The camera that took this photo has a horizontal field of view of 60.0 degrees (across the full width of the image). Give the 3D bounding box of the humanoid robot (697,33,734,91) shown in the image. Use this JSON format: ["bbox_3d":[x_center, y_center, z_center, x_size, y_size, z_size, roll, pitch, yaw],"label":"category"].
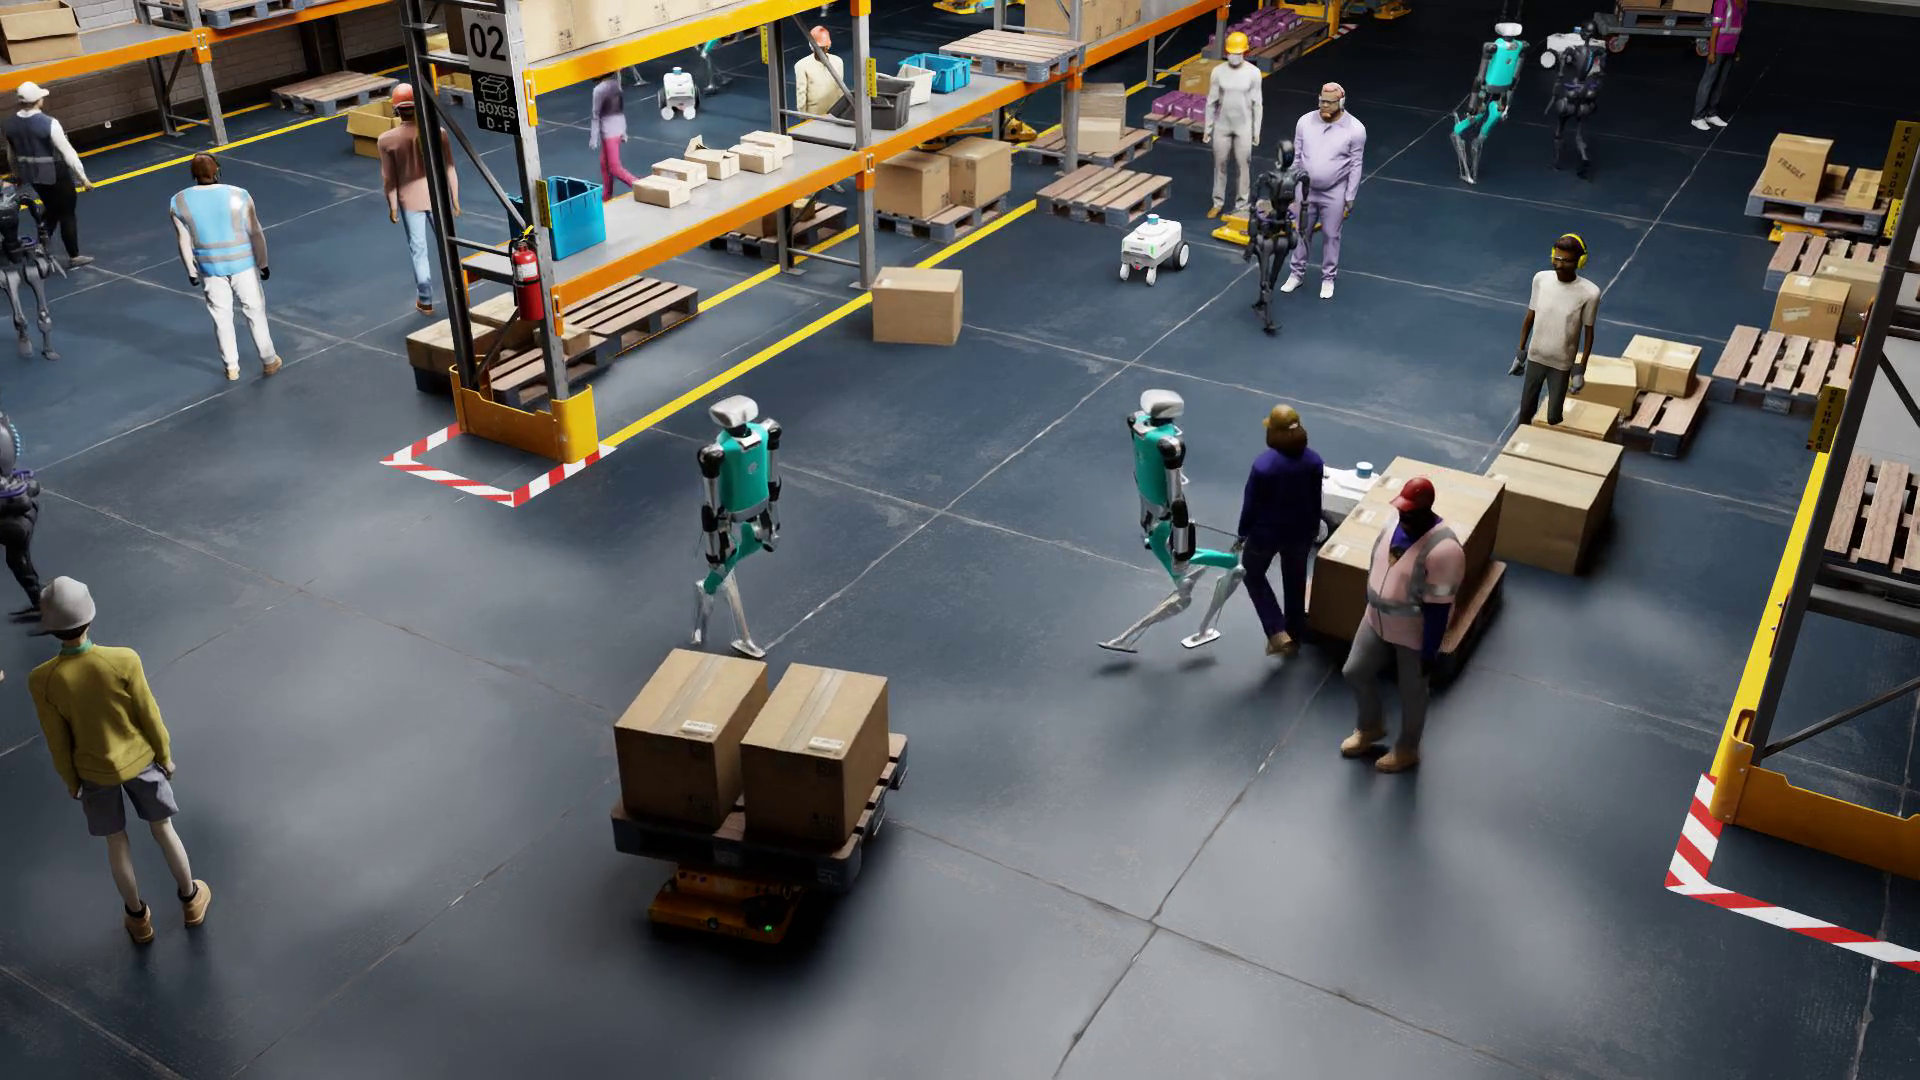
[{"bbox_3d":[-3.156,-6.494,20.930,0.555,1.734,0.971,15,33,25],"label":"humanoid robot"}]

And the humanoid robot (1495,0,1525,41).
[{"bbox_3d":[7.886,-7.886,23.463,0.615,1.654,0.311,8,30,14],"label":"humanoid robot"}]

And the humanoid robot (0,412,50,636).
[{"bbox_3d":[-5.645,-0.174,9.816,0.402,1.656,0.589,-7,30,-13],"label":"humanoid robot"}]

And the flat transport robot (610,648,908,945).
[{"bbox_3d":[-0.975,1.444,8.387,0.659,0.231,1.431,8,30,13],"label":"flat transport robot"}]

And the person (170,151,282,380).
[{"bbox_3d":[-5.808,-2.171,13.185,0.635,1.841,0.429,-9,31,-16],"label":"person"}]

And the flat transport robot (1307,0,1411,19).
[{"bbox_3d":[6.096,-8.178,25.408,1.431,0.231,0.659,21,36,32],"label":"flat transport robot"}]

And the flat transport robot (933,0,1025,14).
[{"bbox_3d":[0.348,-8.360,25.731,1.431,0.231,0.659,-21,36,-33],"label":"flat transport robot"}]

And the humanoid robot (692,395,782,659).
[{"bbox_3d":[-1.378,-0.018,9.590,0.782,1.900,0.557,26,38,38],"label":"humanoid robot"}]

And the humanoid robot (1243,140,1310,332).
[{"bbox_3d":[2.712,-2.599,14.156,0.584,1.628,0.751,-9,31,-15],"label":"humanoid robot"}]

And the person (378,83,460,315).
[{"bbox_3d":[-4.650,-2.942,14.397,0.622,1.989,0.397,-13,32,-22],"label":"person"}]

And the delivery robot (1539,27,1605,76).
[{"bbox_3d":[8.205,-6.547,22.228,0.793,0.590,0.499,25,38,37],"label":"delivery robot"}]

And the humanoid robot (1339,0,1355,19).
[{"bbox_3d":[5.732,-8.528,24.534,0.696,1.783,0.530,23,37,35],"label":"humanoid robot"}]

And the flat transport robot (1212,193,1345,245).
[{"bbox_3d":[3.198,-3.205,16.611,0.659,0.231,1.431,24,37,36],"label":"flat transport robot"}]

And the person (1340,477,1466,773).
[{"bbox_3d":[2.281,0.466,8.631,0.496,1.736,0.620,-18,34,-29],"label":"person"}]

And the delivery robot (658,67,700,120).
[{"bbox_3d":[-3.442,-5.474,20.332,0.519,0.593,0.765,-6,30,-10],"label":"delivery robot"}]

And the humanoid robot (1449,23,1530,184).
[{"bbox_3d":[5.529,-4.581,17.665,0.546,1.882,0.760,-10,31,-16],"label":"humanoid robot"}]

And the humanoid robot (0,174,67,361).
[{"bbox_3d":[-7.625,-2.243,13.484,0.602,1.648,0.357,-24,37,-35],"label":"humanoid robot"}]

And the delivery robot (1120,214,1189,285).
[{"bbox_3d":[1.788,-2.736,15.492,0.499,0.595,0.792,15,33,25],"label":"delivery robot"}]

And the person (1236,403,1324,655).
[{"bbox_3d":[1.853,-0.029,9.635,0.550,1.597,0.478,-8,30,-13],"label":"person"}]

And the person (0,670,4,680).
[{"bbox_3d":[-5.829,-0.044,9.303,0.367,1.959,0.604,-20,35,-31],"label":"person"}]

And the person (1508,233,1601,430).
[{"bbox_3d":[4.064,-1.214,11.468,0.313,1.865,0.533,-26,38,-38],"label":"person"}]

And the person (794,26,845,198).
[{"bbox_3d":[-1.432,-4.458,17.317,0.559,1.751,0.324,-18,34,-28],"label":"person"}]

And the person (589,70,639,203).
[{"bbox_3d":[-3.467,-4.085,16.809,0.736,1.599,0.543,5,30,9],"label":"person"}]

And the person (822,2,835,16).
[{"bbox_3d":[-1.997,-8.992,25.187,0.517,1.896,0.981,6,30,10],"label":"person"}]

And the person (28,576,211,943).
[{"bbox_3d":[-3.804,1.015,7.500,0.474,1.892,0.383,-14,32,-23],"label":"person"}]

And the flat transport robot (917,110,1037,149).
[{"bbox_3d":[0.120,-4.776,19.391,1.431,0.231,0.659,-10,31,-17],"label":"flat transport robot"}]

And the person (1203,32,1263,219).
[{"bbox_3d":[2.716,-4.112,16.589,0.585,1.888,0.419,8,30,14],"label":"person"}]

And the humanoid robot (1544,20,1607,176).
[{"bbox_3d":[6.664,-4.743,17.924,0.608,1.635,0.632,-6,30,-10],"label":"humanoid robot"}]

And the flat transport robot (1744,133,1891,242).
[{"bbox_3d":[8.548,-3.206,16.613,0.659,0.231,1.431,17,34,27],"label":"flat transport robot"}]

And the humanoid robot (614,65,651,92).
[{"bbox_3d":[-4.259,-6.633,21.185,0.889,1.770,0.593,-1,29,-1],"label":"humanoid robot"}]

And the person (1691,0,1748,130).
[{"bbox_3d":[8.994,-5.780,19.562,0.508,1.847,0.341,-16,33,-27],"label":"person"}]

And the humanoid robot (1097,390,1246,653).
[{"bbox_3d":[1.294,-0.063,9.558,0.971,1.750,0.557,-10,31,-17],"label":"humanoid robot"}]

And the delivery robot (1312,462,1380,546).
[{"bbox_3d":[2.620,-0.226,11.068,0.783,0.612,0.523,14,33,24],"label":"delivery robot"}]

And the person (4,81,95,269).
[{"bbox_3d":[-8.406,-3.346,15.356,0.745,1.748,0.467,7,30,11],"label":"person"}]

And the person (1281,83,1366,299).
[{"bbox_3d":[3.204,-3.095,14.755,0.650,1.907,0.413,14,32,23],"label":"person"}]
